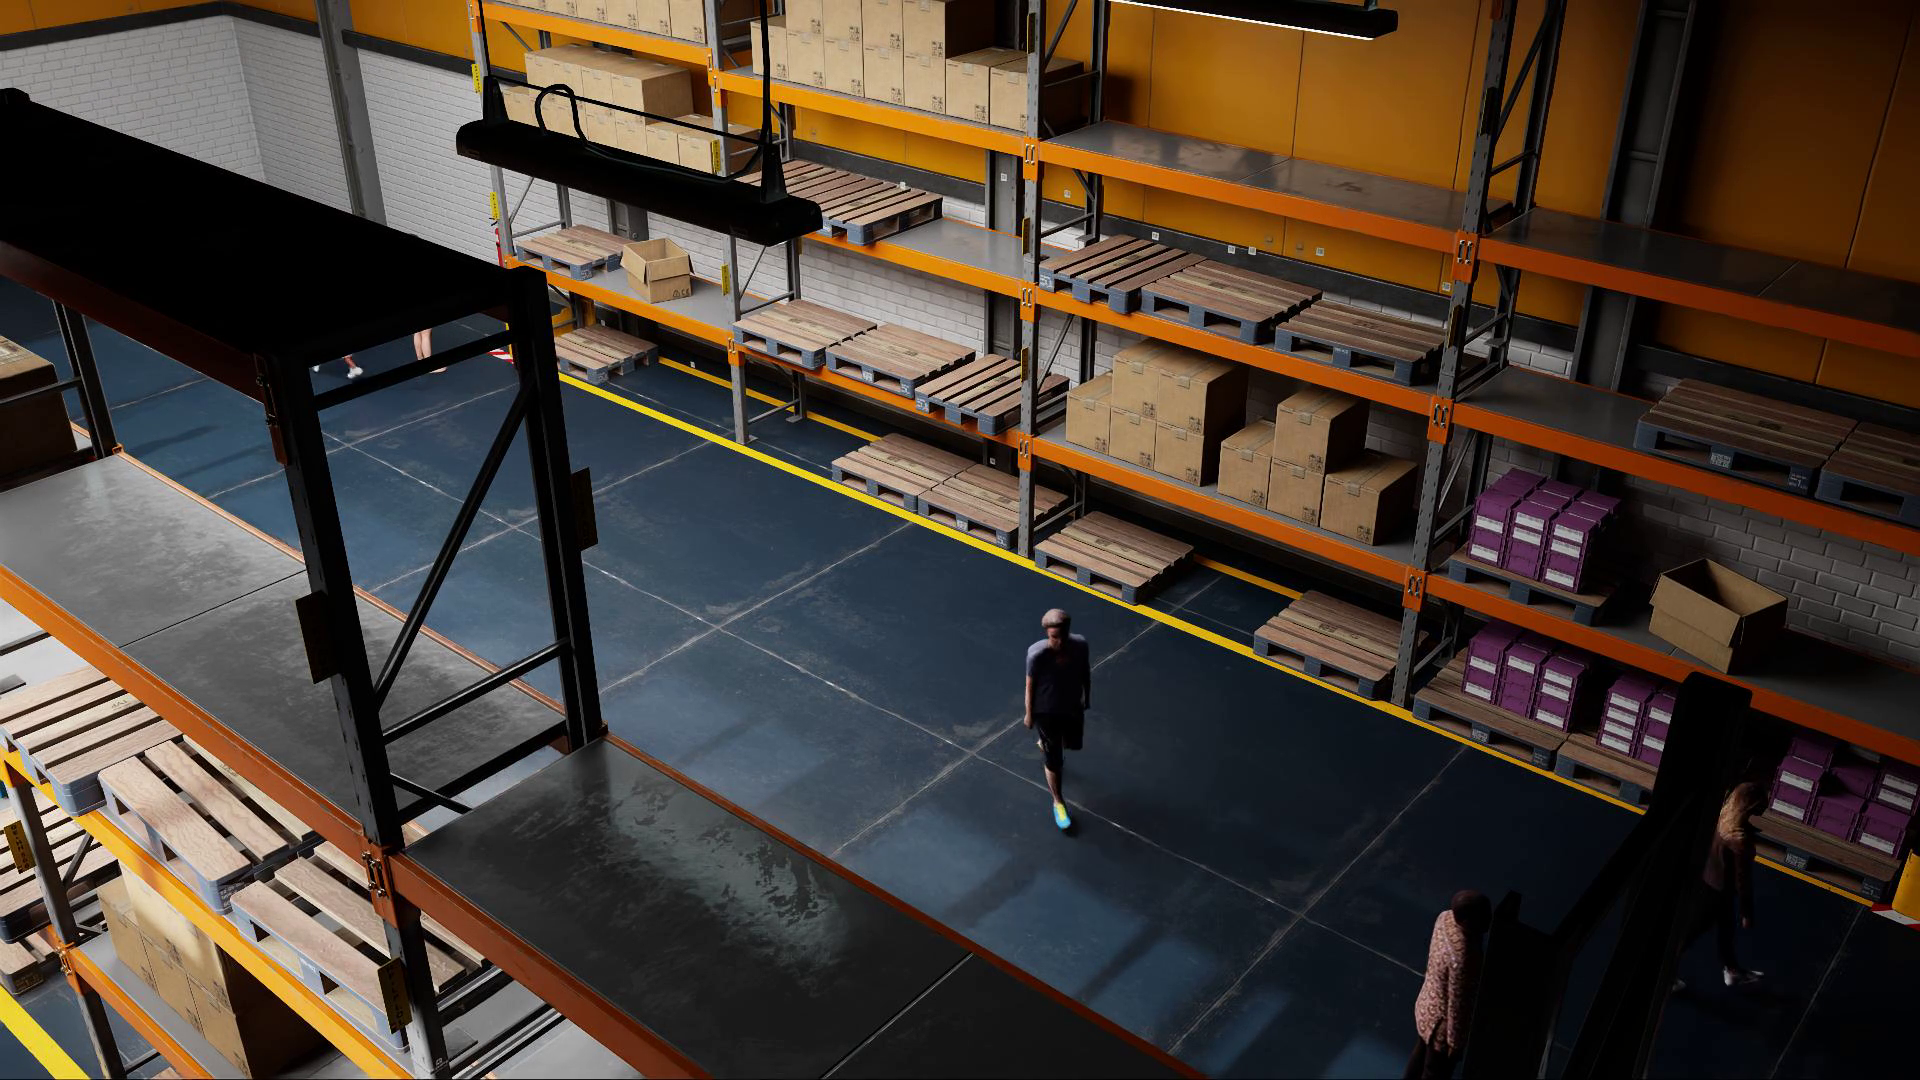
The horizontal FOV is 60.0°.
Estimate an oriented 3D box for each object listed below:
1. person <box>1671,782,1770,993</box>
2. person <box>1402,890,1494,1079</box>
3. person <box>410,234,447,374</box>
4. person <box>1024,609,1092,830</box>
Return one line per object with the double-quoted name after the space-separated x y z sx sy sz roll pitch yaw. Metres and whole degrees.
4.747 2.256 10.662 1.078 1.667 0.902 6 29 11 "person"
2.802 2.744 9.620 0.792 1.808 0.776 2 29 4 "person"
-6.509 -2.853 19.985 0.707 1.707 0.556 -19 34 -30 "person"
0.689 1.220 12.378 1.016 1.843 1.194 -14 32 -25 "person"
